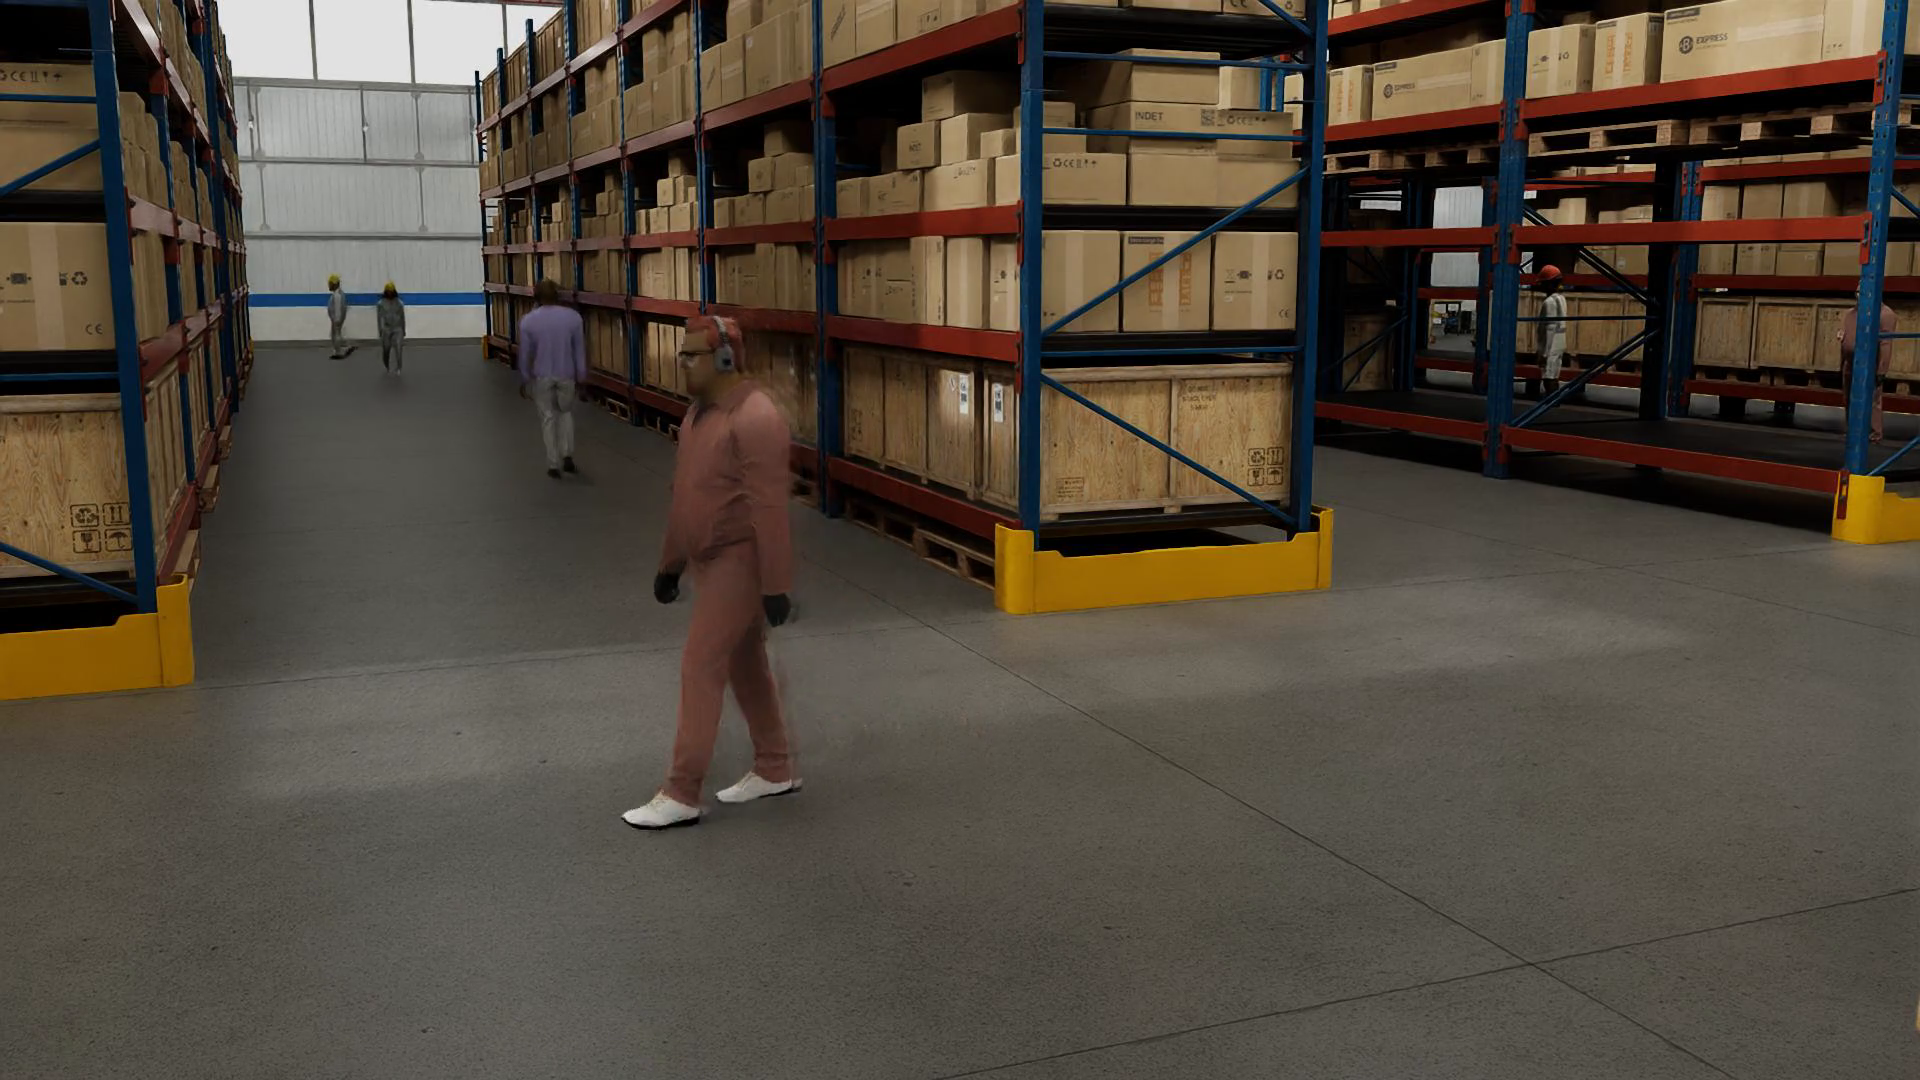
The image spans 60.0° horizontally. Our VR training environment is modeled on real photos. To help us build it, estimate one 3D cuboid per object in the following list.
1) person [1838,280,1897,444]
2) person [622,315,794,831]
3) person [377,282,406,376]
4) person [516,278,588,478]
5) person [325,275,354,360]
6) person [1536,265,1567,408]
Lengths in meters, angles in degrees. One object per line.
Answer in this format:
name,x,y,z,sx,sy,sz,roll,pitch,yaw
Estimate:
person,9.727,-1.856,17.938,0.395,1.899,0.640,-3,10,-16
person,-0.976,0.120,6.159,0.872,1.874,0.661,-5,11,-29
person,-10.465,-3.888,30.614,0.489,1.730,0.496,-5,11,-26
person,-3.945,-1.555,16.033,0.664,1.923,0.487,-5,11,-26
person,-13.252,-4.736,35.410,0.440,1.813,0.611,-4,10,-21
person,7.115,-2.294,20.118,0.394,2.040,0.608,6,11,32
